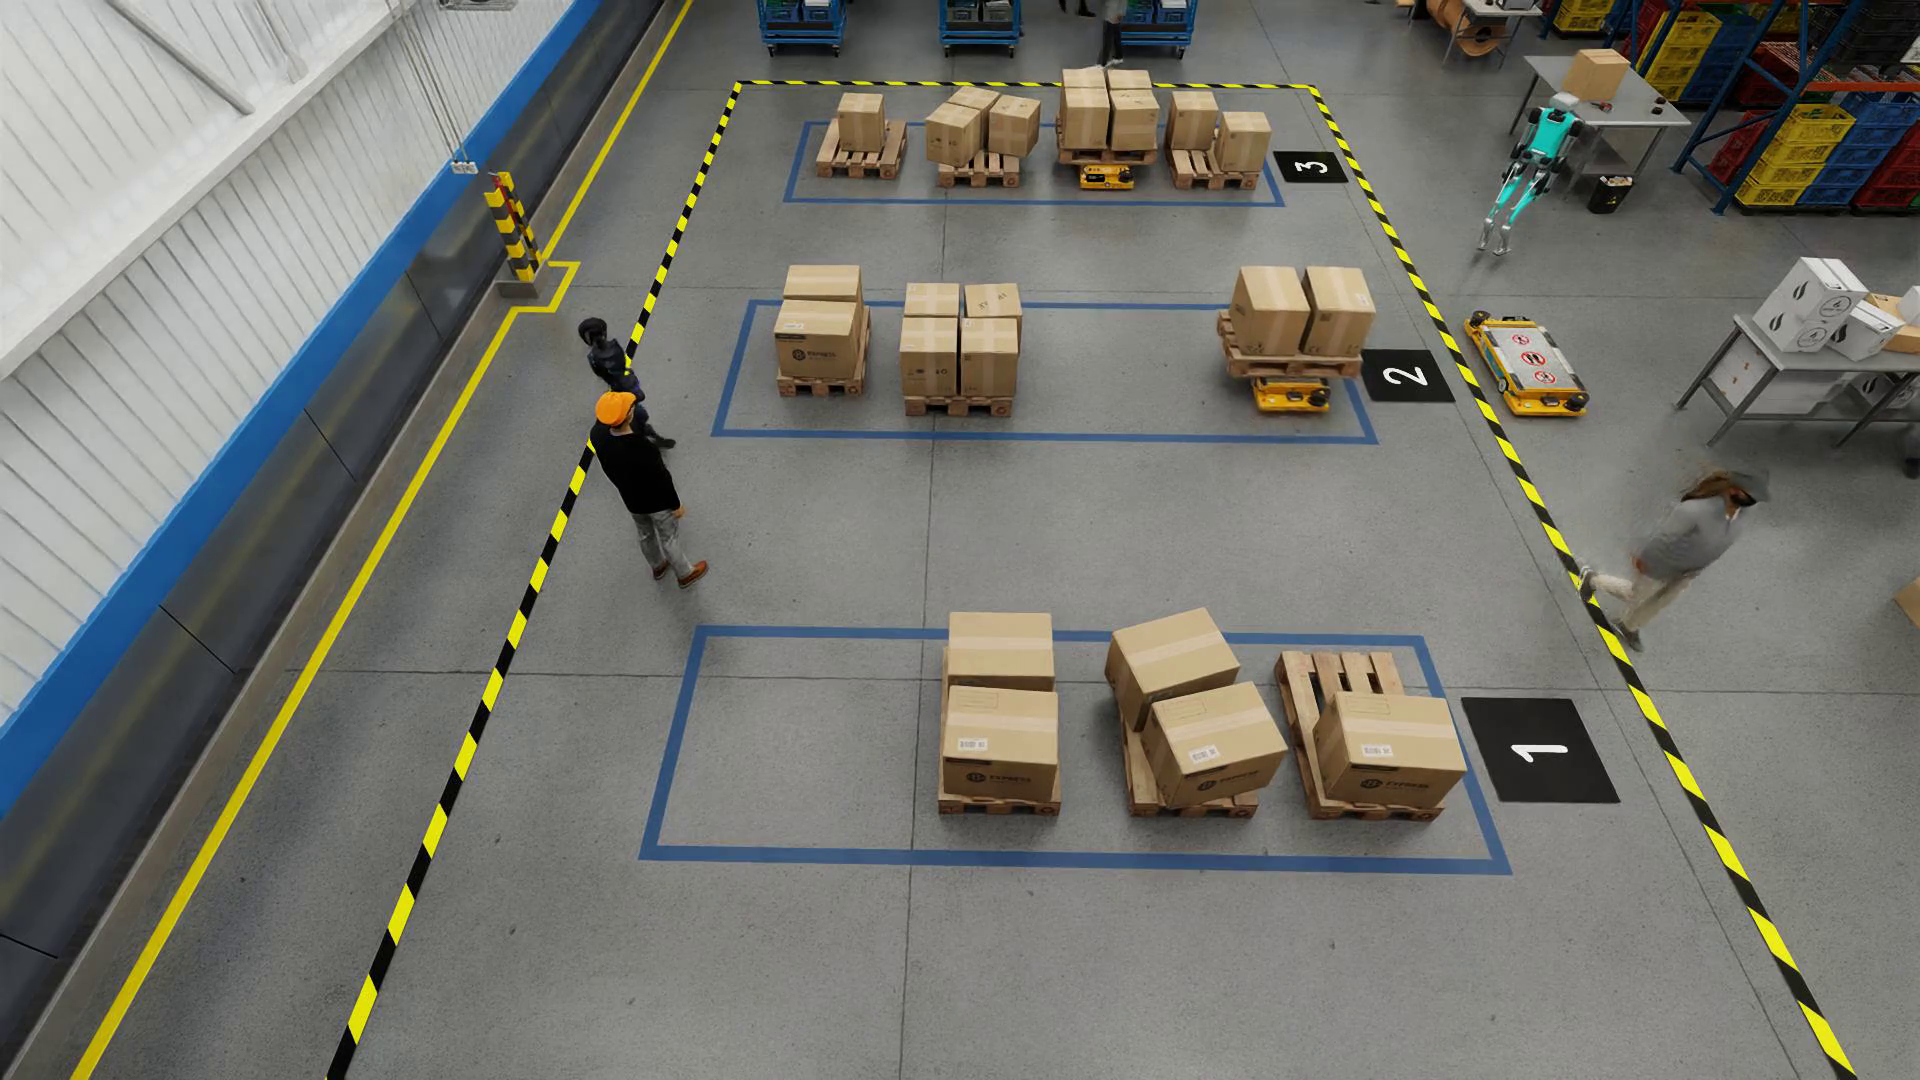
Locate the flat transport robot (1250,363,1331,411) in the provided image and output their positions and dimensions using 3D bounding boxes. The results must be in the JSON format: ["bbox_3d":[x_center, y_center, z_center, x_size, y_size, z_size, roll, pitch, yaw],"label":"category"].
[{"bbox_3d":[3.174,-1.818,9.089,0.652,0.197,1.431,1,49,1],"label":"flat transport robot"}]

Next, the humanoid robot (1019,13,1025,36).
[{"bbox_3d":[0.891,-8.737,14.166,0.406,1.645,0.602,26,54,21],"label":"humanoid robot"}]

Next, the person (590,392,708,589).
[{"bbox_3d":[-2.303,-0.336,6.756,0.587,1.884,0.358,19,52,16],"label":"person"}]

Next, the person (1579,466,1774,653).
[{"bbox_3d":[5.047,0.079,6.481,0.569,1.751,0.548,-9,50,-7],"label":"person"}]

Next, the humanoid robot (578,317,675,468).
[{"bbox_3d":[-2.730,-1.199,7.642,0.453,1.648,0.611,-21,52,-17],"label":"humanoid robot"}]

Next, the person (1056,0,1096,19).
[{"bbox_3d":[1.927,-9.278,14.457,0.558,1.941,0.602,13,50,11],"label":"person"}]

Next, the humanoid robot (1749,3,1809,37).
[{"bbox_3d":[12.331,-8.144,13.636,1.042,1.731,0.553,-3,49,-3],"label":"humanoid robot"}]

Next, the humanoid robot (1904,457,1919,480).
[{"bbox_3d":[8.643,-1.122,7.571,0.608,1.653,0.312,10,50,9],"label":"humanoid robot"}]

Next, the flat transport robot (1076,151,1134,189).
[{"bbox_3d":[1.845,-4.982,11.827,0.652,0.197,1.431,1,49,1],"label":"flat transport robot"}]

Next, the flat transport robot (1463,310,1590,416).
[{"bbox_3d":[5.573,-1.757,9.054,0.659,0.231,1.431,1,49,1],"label":"flat transport robot"}]

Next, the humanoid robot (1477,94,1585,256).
[{"bbox_3d":[5.987,-3.821,9.784,0.735,1.673,0.533,-36,58,-27],"label":"humanoid robot"}]

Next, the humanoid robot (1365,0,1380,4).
[{"bbox_3d":[7.186,-9.660,14.972,0.546,1.644,0.600,13,50,11],"label":"humanoid robot"}]

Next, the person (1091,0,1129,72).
[{"bbox_3d":[2.202,-7.738,13.212,0.577,1.830,0.597,-11,50,-9],"label":"person"}]
